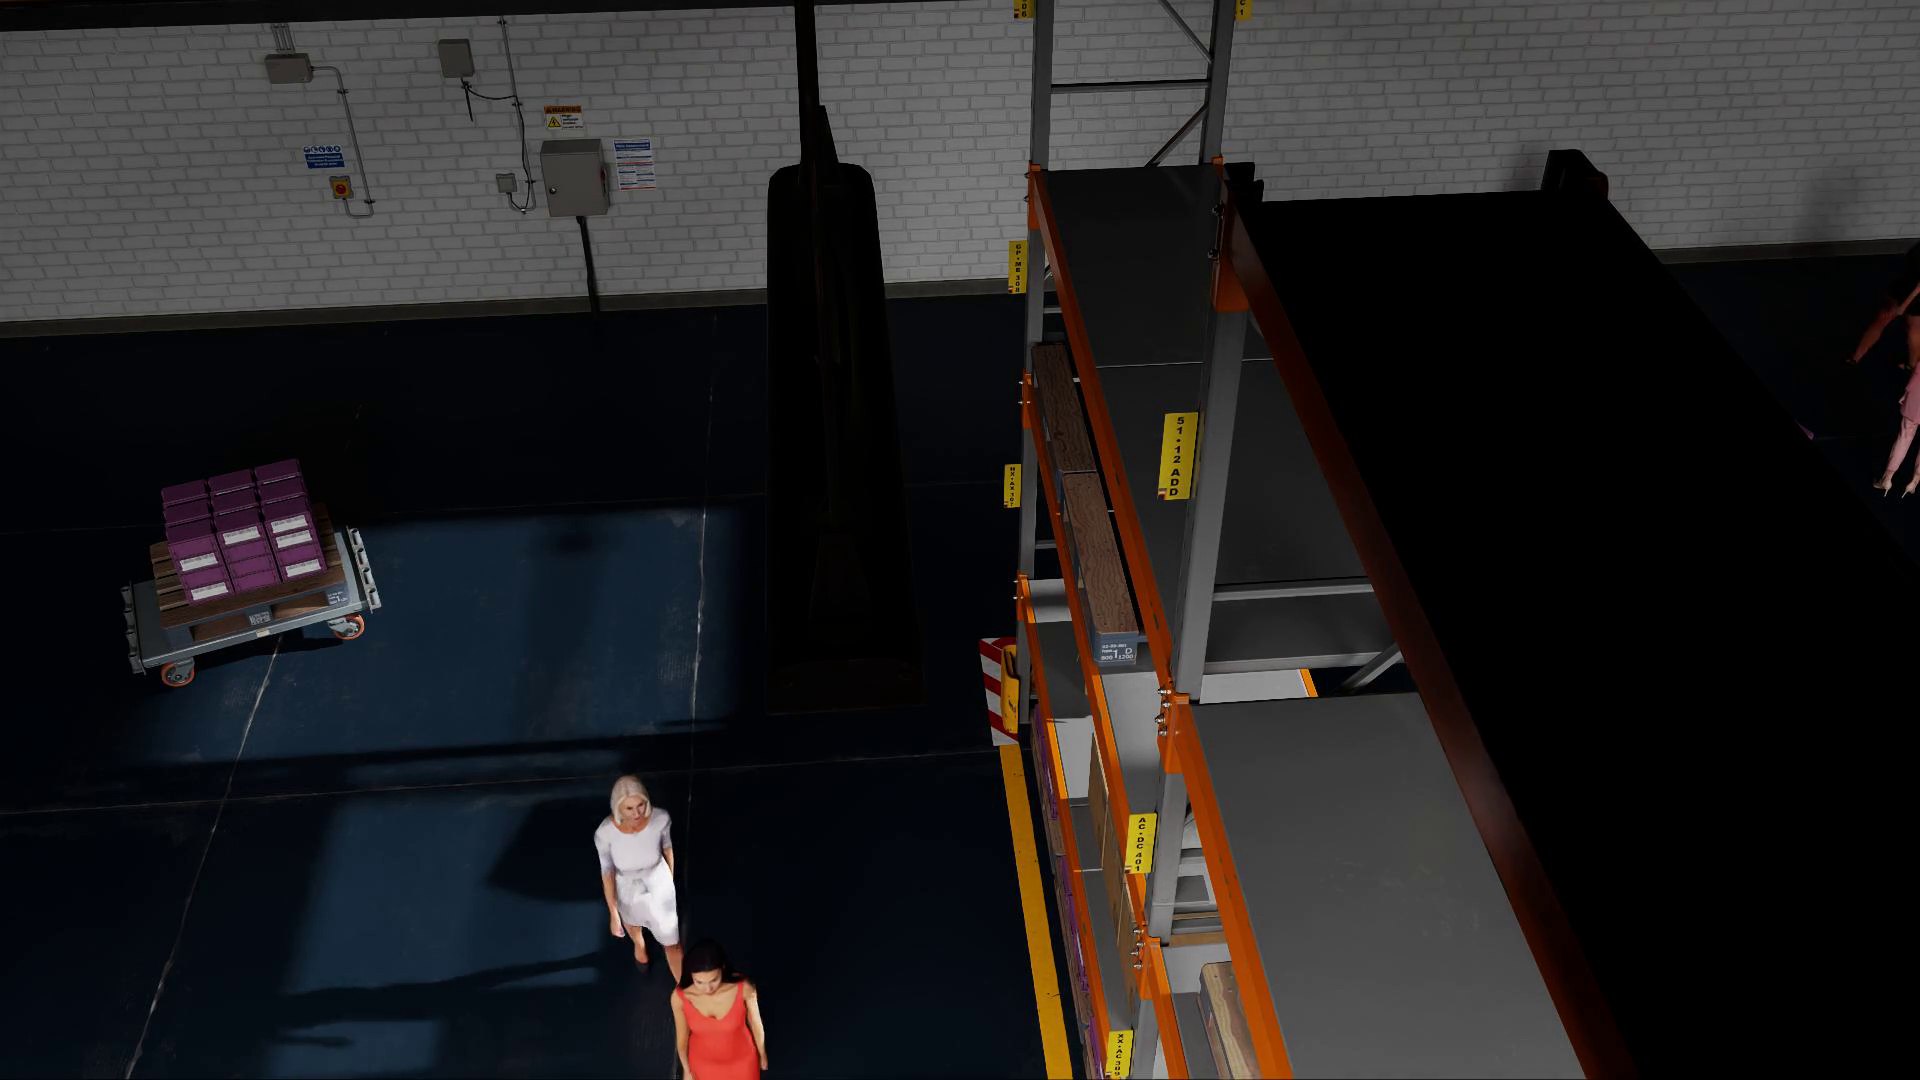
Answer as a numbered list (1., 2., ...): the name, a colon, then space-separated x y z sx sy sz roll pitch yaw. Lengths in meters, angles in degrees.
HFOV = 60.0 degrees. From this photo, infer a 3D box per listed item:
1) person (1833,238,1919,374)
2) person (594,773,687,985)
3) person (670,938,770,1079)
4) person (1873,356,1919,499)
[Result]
1. person: 8.185 -2.092 14.161 0.792 1.633 0.934 8 39 10
2. person: -1.792 1.854 9.156 0.772 1.713 1.064 -13 40 -16
3. person: -1.186 2.519 8.330 0.627 1.705 0.858 -6 39 -8
4. person: 7.480 -1.094 12.776 0.680 1.803 0.653 11 40 14
